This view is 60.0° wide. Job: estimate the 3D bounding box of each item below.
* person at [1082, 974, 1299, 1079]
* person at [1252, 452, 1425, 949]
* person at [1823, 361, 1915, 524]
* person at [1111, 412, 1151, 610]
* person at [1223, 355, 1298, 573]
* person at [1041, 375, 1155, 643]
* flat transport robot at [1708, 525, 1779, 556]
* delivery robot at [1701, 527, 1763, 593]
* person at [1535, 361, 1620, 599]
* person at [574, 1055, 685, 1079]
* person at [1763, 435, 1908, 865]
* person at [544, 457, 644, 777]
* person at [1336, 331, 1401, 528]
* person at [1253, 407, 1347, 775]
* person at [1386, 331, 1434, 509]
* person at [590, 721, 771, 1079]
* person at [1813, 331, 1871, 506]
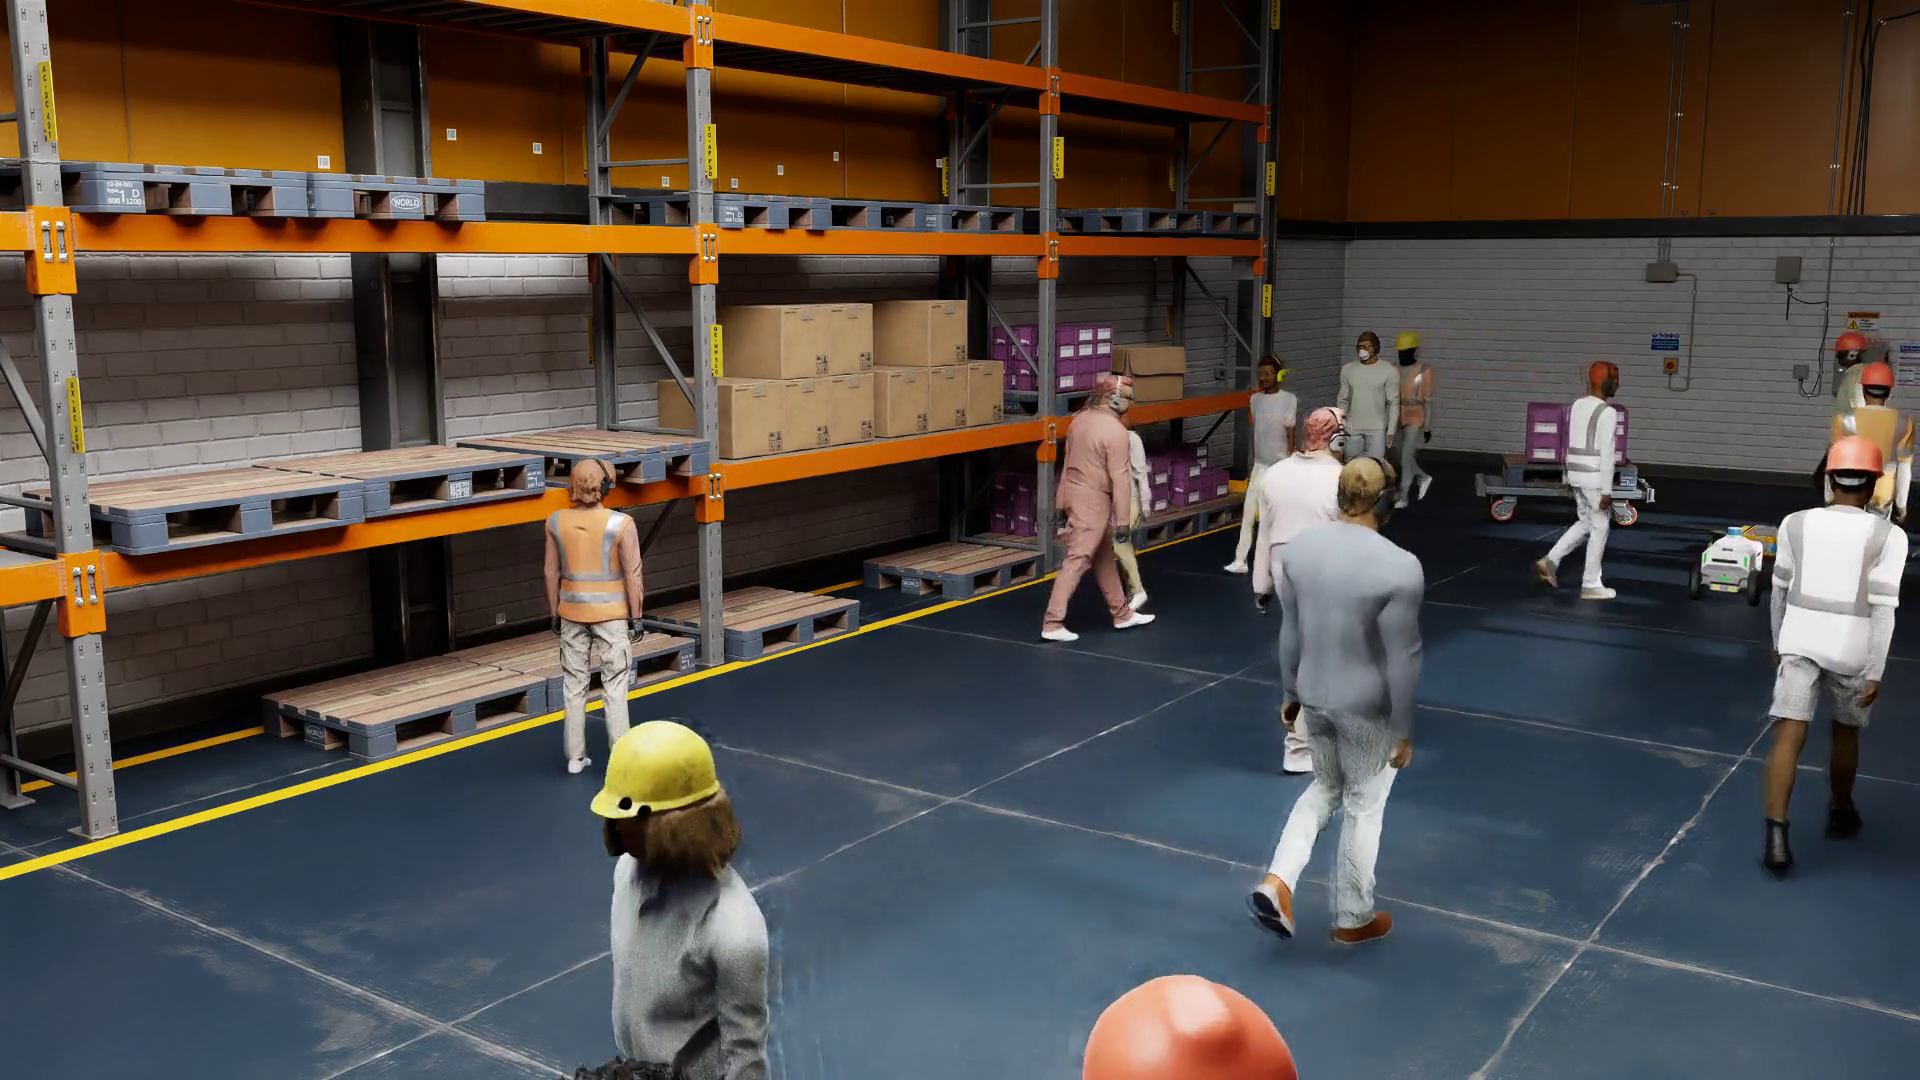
[{"bbox_3d":[0.249,1.390,1.789,0.547,1.890,0.928,-2,10,-12],"label":"person"},{"bbox_3d":[1.432,0.630,6.233,0.568,1.927,0.646,-7,12,-36],"label":"person"},{"bbox_3d":[6.622,-0.346,12.134,0.549,1.907,0.913,3,10,20],"label":"person"},{"bbox_3d":[1.212,-0.255,12.420,0.395,1.605,0.531,-5,11,-27],"label":"person"},{"bbox_3d":[2.549,-0.608,13.864,0.542,1.834,0.873,8,13,41],"label":"person"},{"bbox_3d":[0.988,-0.211,11.488,1.002,1.844,0.647,-3,10,-19],"label":"person"},{"bbox_3d":[7.424,0.044,14.640,1.431,0.197,0.652,7,12,35],"label":"flat transport robot"},{"bbox_3d":[6.006,0.142,12.928,0.477,0.478,0.707,6,11,33],"label":"delivery robot"},{"bbox_3d":[4.841,-0.456,12.874,0.540,1.863,0.595,-2,10,-13],"label":"person"},{"bbox_3d":[-0.437,1.454,2.055,0.560,1.675,0.477,4,10,21],"label":"person"},{"bbox_3d":[3.782,0.488,7.282,0.560,1.879,1.030,9,13,42],"label":"person"},{"bbox_3d":[-1.854,0.399,8.458,0.523,1.638,0.310,2,10,12],"label":"person"},{"bbox_3d":[4.003,-1.083,16.392,0.635,1.938,0.354,7,12,35],"label":"person"},{"bbox_3d":[1.899,0.255,8.588,0.732,1.881,0.672,-7,12,-36],"label":"person"},{"bbox_3d":[4.812,-1.281,17.685,0.674,1.898,0.627,-7,12,-34],"label":"person"},{"bbox_3d":[-0.552,1.193,3.423,0.409,1.727,0.515,-8,12,-39],"label":"person"},{"bbox_3d":[8.149,-0.933,15.370,0.538,1.973,0.648,6,11,34],"label":"person"}]
